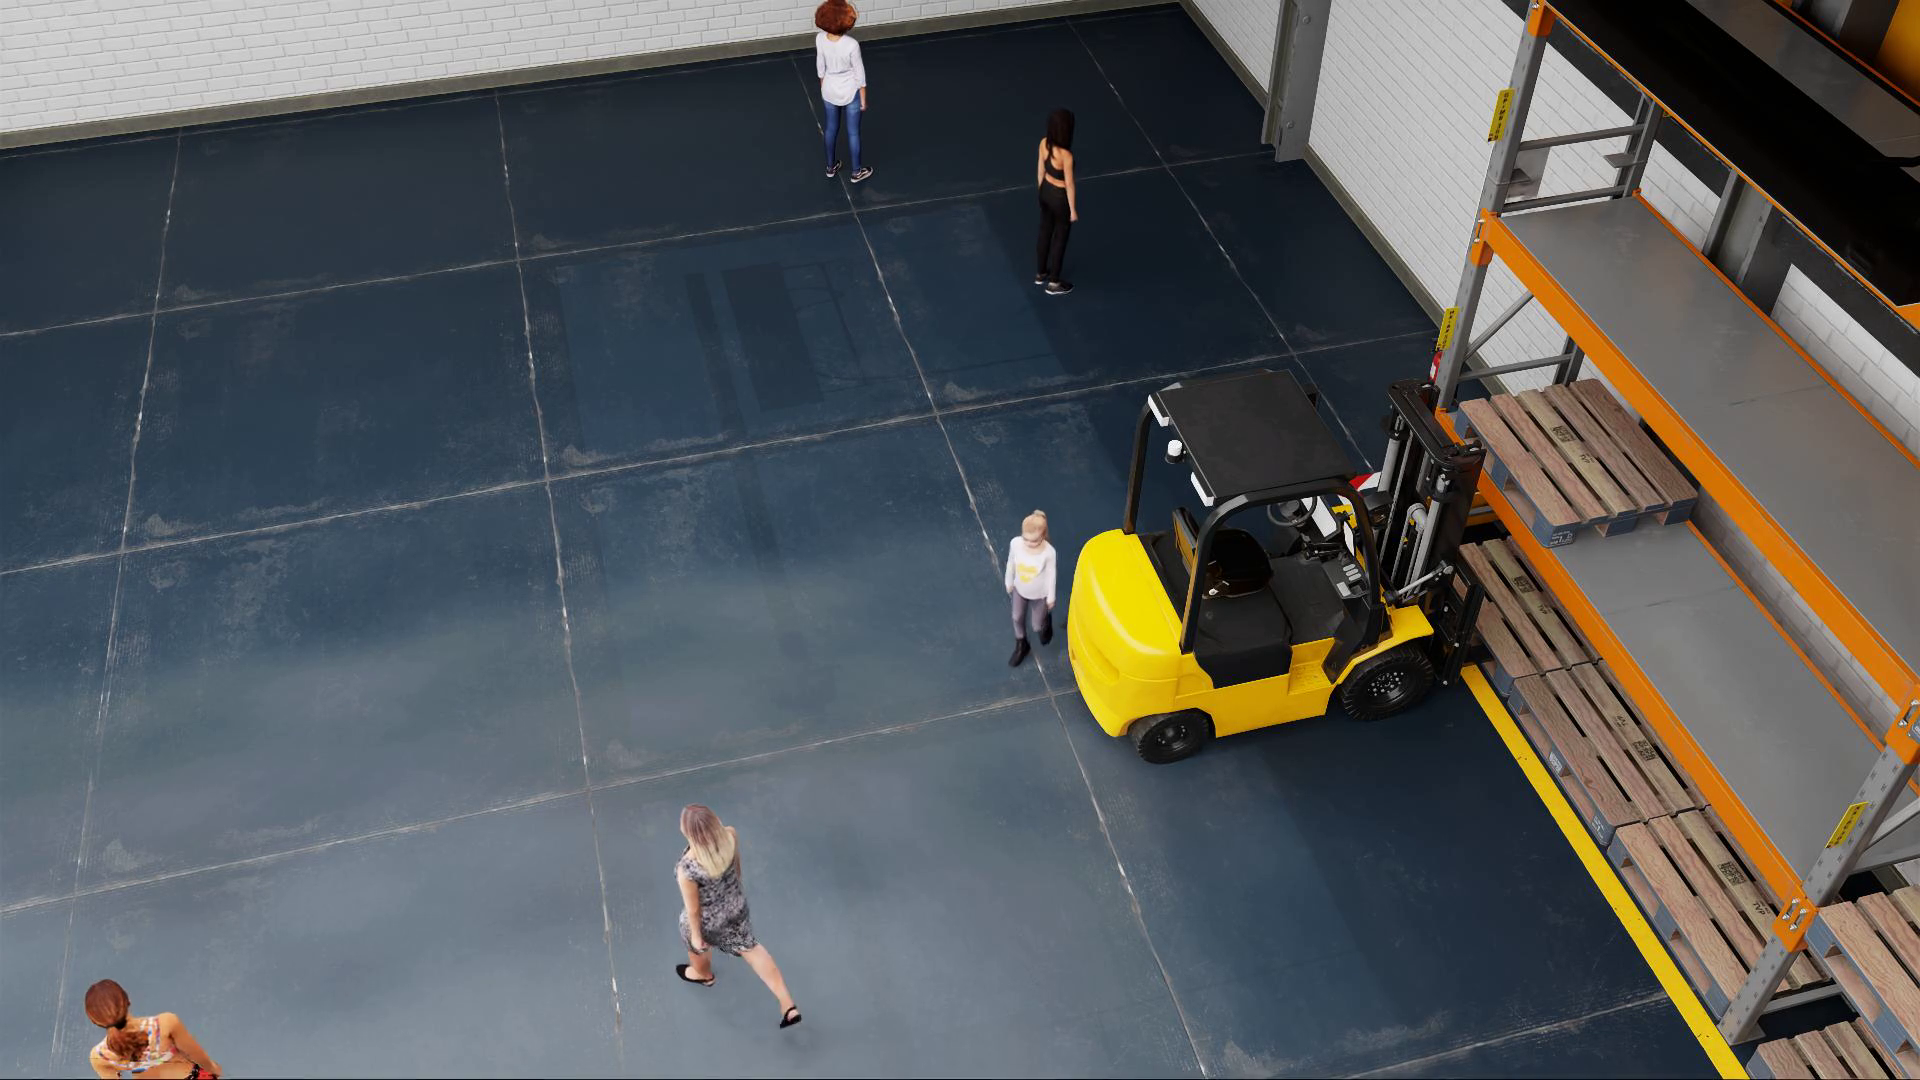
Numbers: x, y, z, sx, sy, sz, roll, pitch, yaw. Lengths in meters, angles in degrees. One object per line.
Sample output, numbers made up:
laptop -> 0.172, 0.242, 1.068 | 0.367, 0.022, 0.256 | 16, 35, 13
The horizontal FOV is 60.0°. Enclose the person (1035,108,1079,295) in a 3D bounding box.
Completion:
person -> 0.773, -2.793, 13.680 | 0.717, 1.646, 0.595 | -31, 52, -28

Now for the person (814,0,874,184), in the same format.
person -> -1.070, -4.039, 14.939 | 0.753, 1.713, 0.802 | 18, 46, 18

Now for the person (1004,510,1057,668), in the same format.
person -> 0.491, 0.278, 10.729 | 0.673, 1.270, 0.740 | 20, 47, 19

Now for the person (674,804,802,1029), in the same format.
person -> -1.198, 1.987, 8.641 | 1.149, 1.676, 1.003 | 28, 50, 26

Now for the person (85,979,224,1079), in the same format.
person -> -3.677, 2.679, 7.844 | 0.678, 1.773, 0.983 | -18, 47, -18
